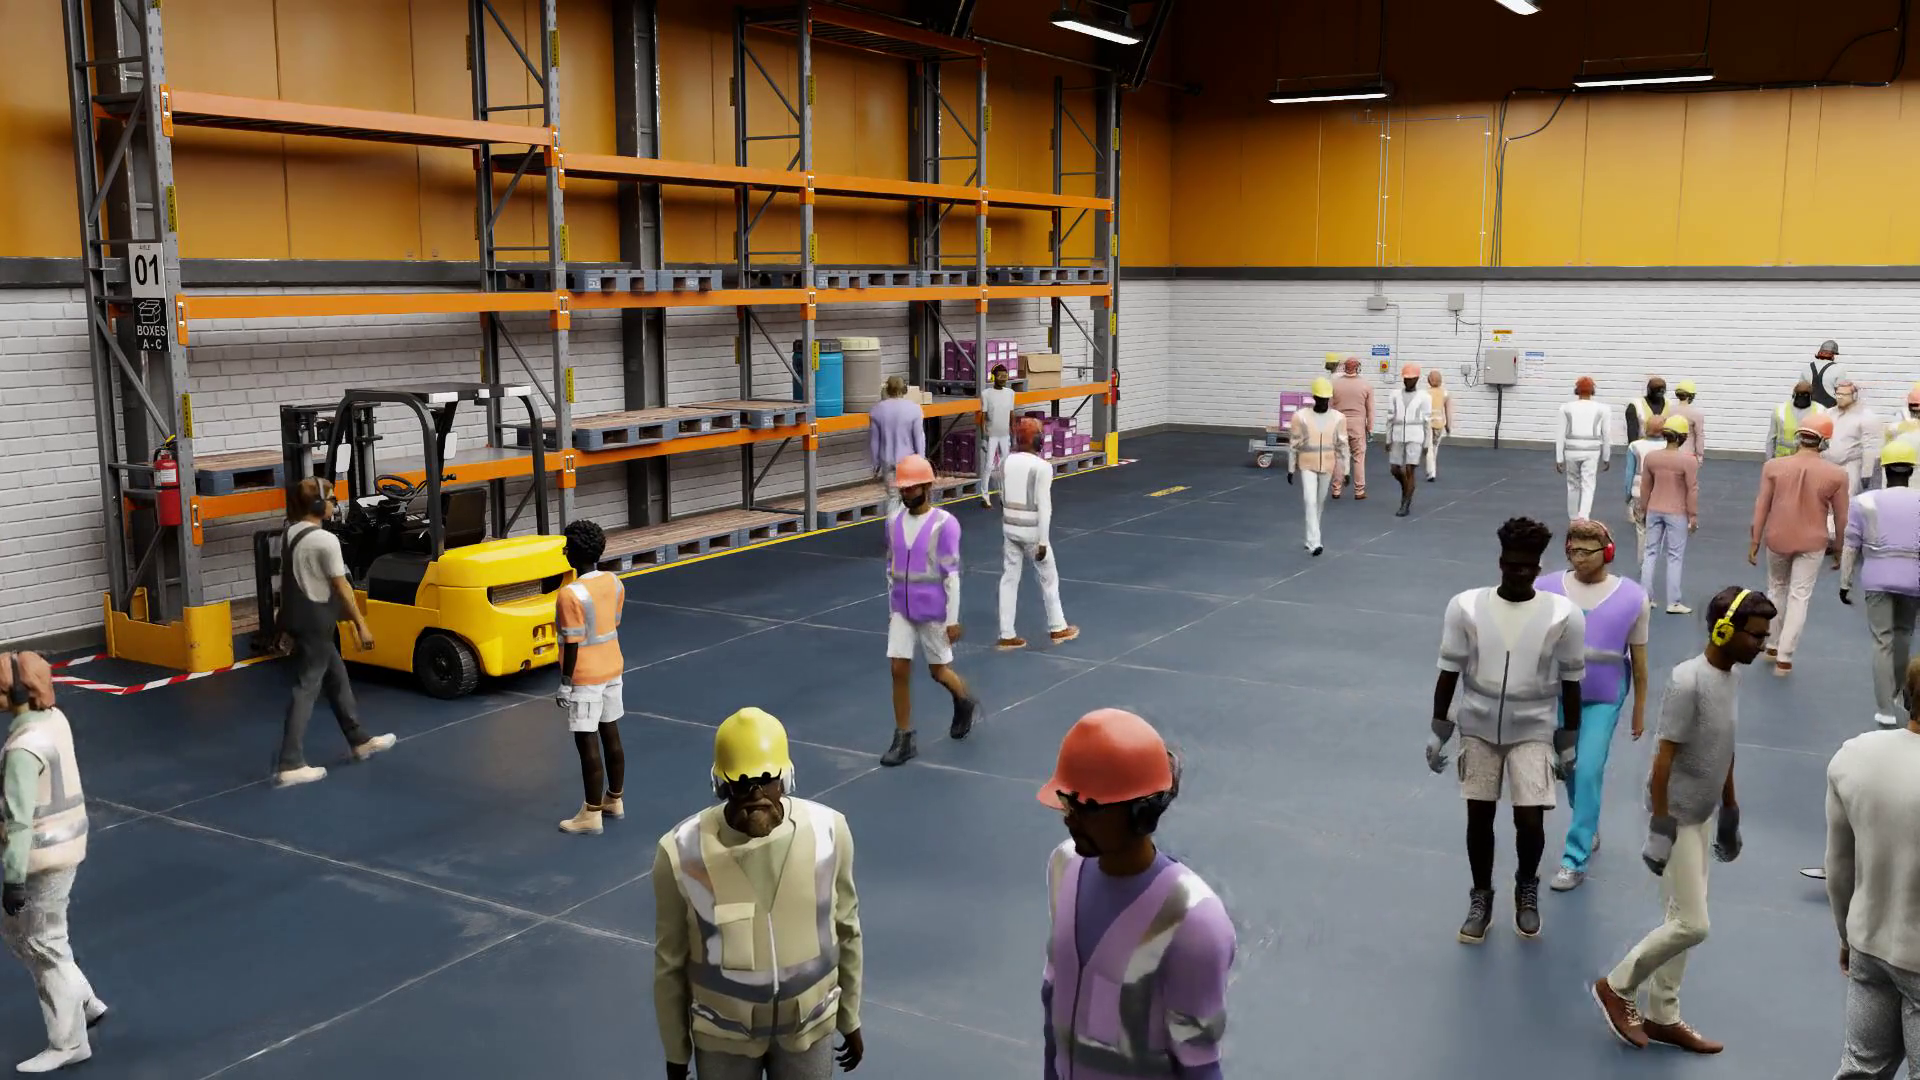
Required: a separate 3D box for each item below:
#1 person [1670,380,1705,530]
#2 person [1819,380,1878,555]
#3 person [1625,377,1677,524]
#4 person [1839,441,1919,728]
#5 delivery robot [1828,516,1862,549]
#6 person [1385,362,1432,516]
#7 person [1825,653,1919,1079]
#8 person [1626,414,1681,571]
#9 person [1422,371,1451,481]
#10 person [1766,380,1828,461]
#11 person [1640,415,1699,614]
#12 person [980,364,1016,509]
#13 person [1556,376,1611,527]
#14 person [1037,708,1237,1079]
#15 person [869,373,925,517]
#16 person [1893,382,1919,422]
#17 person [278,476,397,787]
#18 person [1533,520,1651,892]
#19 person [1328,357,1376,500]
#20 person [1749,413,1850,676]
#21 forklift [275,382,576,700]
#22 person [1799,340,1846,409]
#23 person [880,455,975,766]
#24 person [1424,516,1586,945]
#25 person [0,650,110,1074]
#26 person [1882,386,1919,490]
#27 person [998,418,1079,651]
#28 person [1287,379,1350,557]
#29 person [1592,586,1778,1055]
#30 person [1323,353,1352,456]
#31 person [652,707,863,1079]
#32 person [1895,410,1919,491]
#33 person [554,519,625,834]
[{"bbox_3d":[8.498,-1.002,19.591,0.329,1.765,0.533,-8,12,-42],"label":"person"},{"bbox_3d":[9.344,-0.752,17.658,0.421,1.894,0.644,-3,10,-20],"label":"person"},{"bbox_3d":[8.179,-1.023,19.646,0.625,1.780,1.026,1,9,4],"label":"person"},{"bbox_3d":[6.273,0.271,11.240,0.597,1.884,0.913,3,10,19],"label":"person"},{"bbox_3d":[9.428,-0.125,17.588,0.477,0.478,0.707,0,9,0],"label":"delivery robot"},{"bbox_3d":[5.608,-1.269,20.759,0.557,1.924,0.631,6,11,33],"label":"person"},{"bbox_3d":[2.855,1.257,4.949,0.372,1.940,0.632,-3,10,-21],"label":"person"},{"bbox_3d":[6.884,-0.441,16.558,0.520,1.616,0.645,5,11,30],"label":"person"},{"bbox_3d":[6.889,-1.663,24.269,0.521,1.587,0.895,0,9,-3],"label":"person"},{"bbox_3d":[9.507,-0.914,18.898,0.637,1.819,0.502,5,10,28],"label":"person"},{"bbox_3d":[6.305,-0.229,14.769,0.331,1.765,0.533,-7,11,-35],"label":"person"},{"bbox_3d":[0.485,-1.322,21.311,0.505,1.860,0.320,-5,10,-27],"label":"person"},{"bbox_3d":[7.151,-0.963,19.116,0.581,1.853,0.933,4,10,24],"label":"person"},{"bbox_3d":[0.433,1.373,3.984,0.676,2.024,0.609,-6,11,-32],"label":"person"},{"bbox_3d":[-0.690,-0.844,18.082,0.649,1.927,0.571,3,10,21],"label":"person"},{"bbox_3d":[10.870,-0.910,18.836,0.621,1.819,0.426,1,9,7],"label":"person"},{"bbox_3d":[-3.753,0.522,9.967,0.517,1.805,0.918,9,13,44],"label":"person"},{"bbox_3d":[3.152,0.775,8.357,0.567,1.813,0.889,7,12,39],"label":"person"},{"bbox_3d":[5.208,-1.491,22.198,0.655,1.906,0.407,3,10,20],"label":"person"},{"bbox_3d":[6.385,0.016,12.613,0.654,1.957,0.866,6,11,34],"label":"person"},{"bbox_3d":[-3.974,-0.067,12.417,2.313,2.155,1.214,5,11,30],"label":"forklift"},{"bbox_3d":[12.875,-1.965,24.744,0.536,2.000,0.676,-5,11,-31],"label":"person"},{"bbox_3d":[-0.206,0.406,10.359,0.551,1.910,0.845,5,11,31],"label":"person"},{"bbox_3d":[2.426,0.852,7.442,0.652,1.952,0.409,5,10,27],"label":"person"},{"bbox_3d":[-3.470,1.207,6.240,0.378,1.622,0.536,-3,10,-18],"label":"person"},{"bbox_3d":[9.394,-0.564,16.431,0.555,1.909,0.881,9,12,43],"label":"person"},{"bbox_3d":[0.606,-0.057,13.407,0.597,1.849,0.872,8,12,42],"label":"person"},{"bbox_3d":[3.853,-0.764,17.726,0.618,1.876,0.960,-1,9,-4],"label":"person"},{"bbox_3d":[2.800,1.081,6.359,0.455,1.843,0.564,7,12,38],"label":"person"},{"bbox_3d":[6.137,-2.200,27.187,0.888,1.725,0.539,1,9,3],"label":"person"},{"bbox_3d":[-0.562,1.356,4.703,0.596,1.827,0.403,-3,10,-17],"label":"person"},{"bbox_3d":[8.626,-0.343,14.945,1.026,1.946,0.625,-8,12,-41],"label":"person"},{"bbox_3d":[-1.998,0.733,8.974,0.318,1.696,0.535,3,10,17],"label":"person"}]
